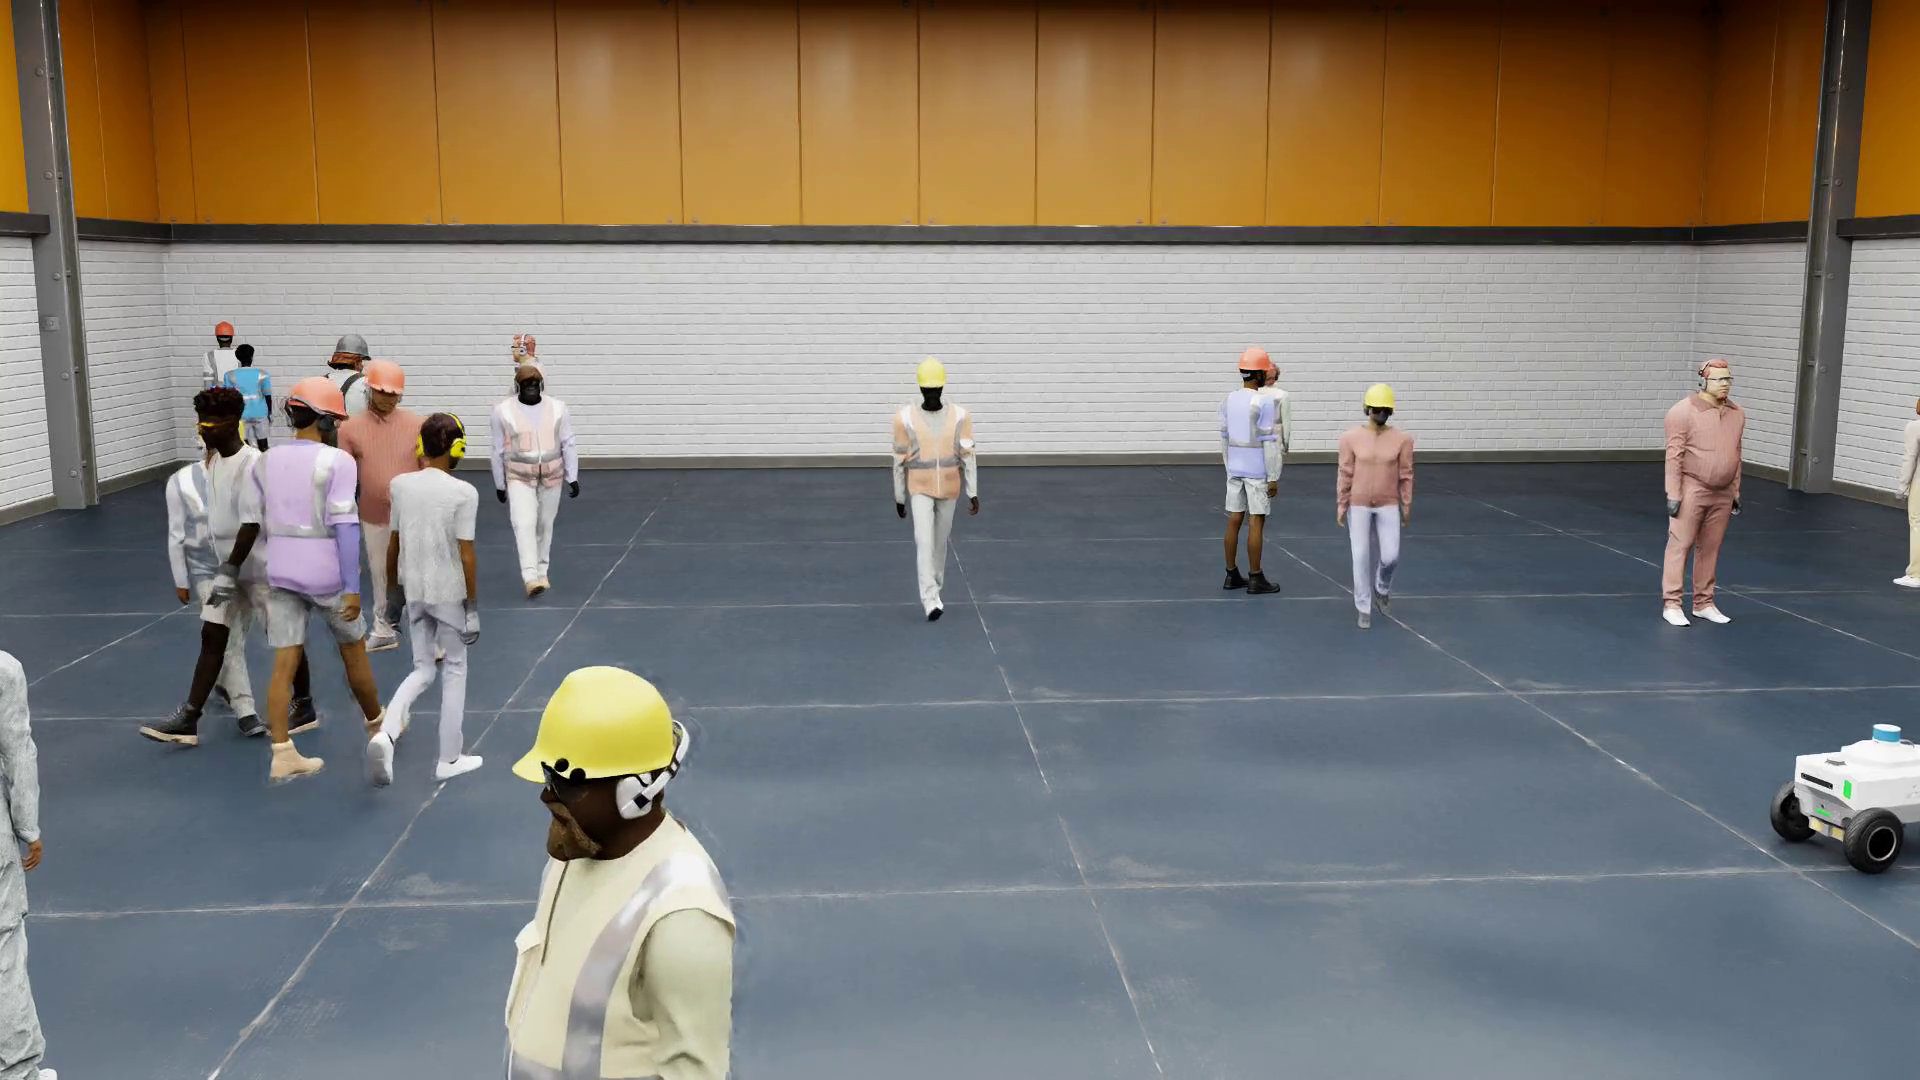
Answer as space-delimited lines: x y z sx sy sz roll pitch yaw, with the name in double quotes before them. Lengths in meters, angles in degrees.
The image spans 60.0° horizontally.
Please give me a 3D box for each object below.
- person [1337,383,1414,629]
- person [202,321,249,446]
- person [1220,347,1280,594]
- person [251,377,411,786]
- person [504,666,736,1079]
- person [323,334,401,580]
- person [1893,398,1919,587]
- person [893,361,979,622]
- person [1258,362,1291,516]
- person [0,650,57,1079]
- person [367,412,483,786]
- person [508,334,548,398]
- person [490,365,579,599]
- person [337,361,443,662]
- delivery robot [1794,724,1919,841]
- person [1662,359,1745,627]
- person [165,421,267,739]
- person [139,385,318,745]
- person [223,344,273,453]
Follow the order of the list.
"person" 2.937 -0.246 11.817 0.526 1.753 0.440 2 9 10
"person" -8.946 -1.698 20.345 0.551 1.935 0.374 -5 10 -29
"person" 2.291 -0.543 13.093 0.354 1.939 0.544 -7 11 -36
"person" -3.202 0.179 8.426 0.665 1.975 1.009 2 9 15
"person" -0.579 1.104 3.135 0.761 1.811 0.599 -5 10 -28
"person" -4.952 -0.691 13.696 0.676 2.000 0.536 2 9 14
"person" 7.769 -0.430 13.332 0.499 1.633 0.279 -1 9 -3
"person" -0.174 -0.358 12.130 0.591 1.876 0.982 -2 9 -14
"person" 3.097 -1.000 16.978 0.522 1.622 0.610 6 11 34
"person" -2.966 0.861 4.879 0.493 1.744 0.297 -4 10 -23
"person" -2.605 0.306 8.058 0.565 1.842 0.667 3 10 19
"person" -4.395 -1.135 16.903 0.403 1.911 0.637 -1 9 -4
"person" -3.285 -0.451 12.957 0.627 1.799 0.932 -5 10 -27
"person" -3.711 -0.176 10.793 0.674 1.954 0.682 -1 9 -9
"delivery robot" 3.987 1.041 7.181 0.707 0.478 0.477 -3 10 -16
"person" 5.339 -0.337 11.895 0.643 1.910 0.400 -3 9 -16
"person" -4.053 0.159 9.246 0.598 1.776 0.981 -8 12 -40
"person" -3.867 0.152 8.773 0.599 1.913 0.958 7 11 37
"person" -8.361 -1.458 19.577 0.538 1.698 0.319 -5 10 -27
